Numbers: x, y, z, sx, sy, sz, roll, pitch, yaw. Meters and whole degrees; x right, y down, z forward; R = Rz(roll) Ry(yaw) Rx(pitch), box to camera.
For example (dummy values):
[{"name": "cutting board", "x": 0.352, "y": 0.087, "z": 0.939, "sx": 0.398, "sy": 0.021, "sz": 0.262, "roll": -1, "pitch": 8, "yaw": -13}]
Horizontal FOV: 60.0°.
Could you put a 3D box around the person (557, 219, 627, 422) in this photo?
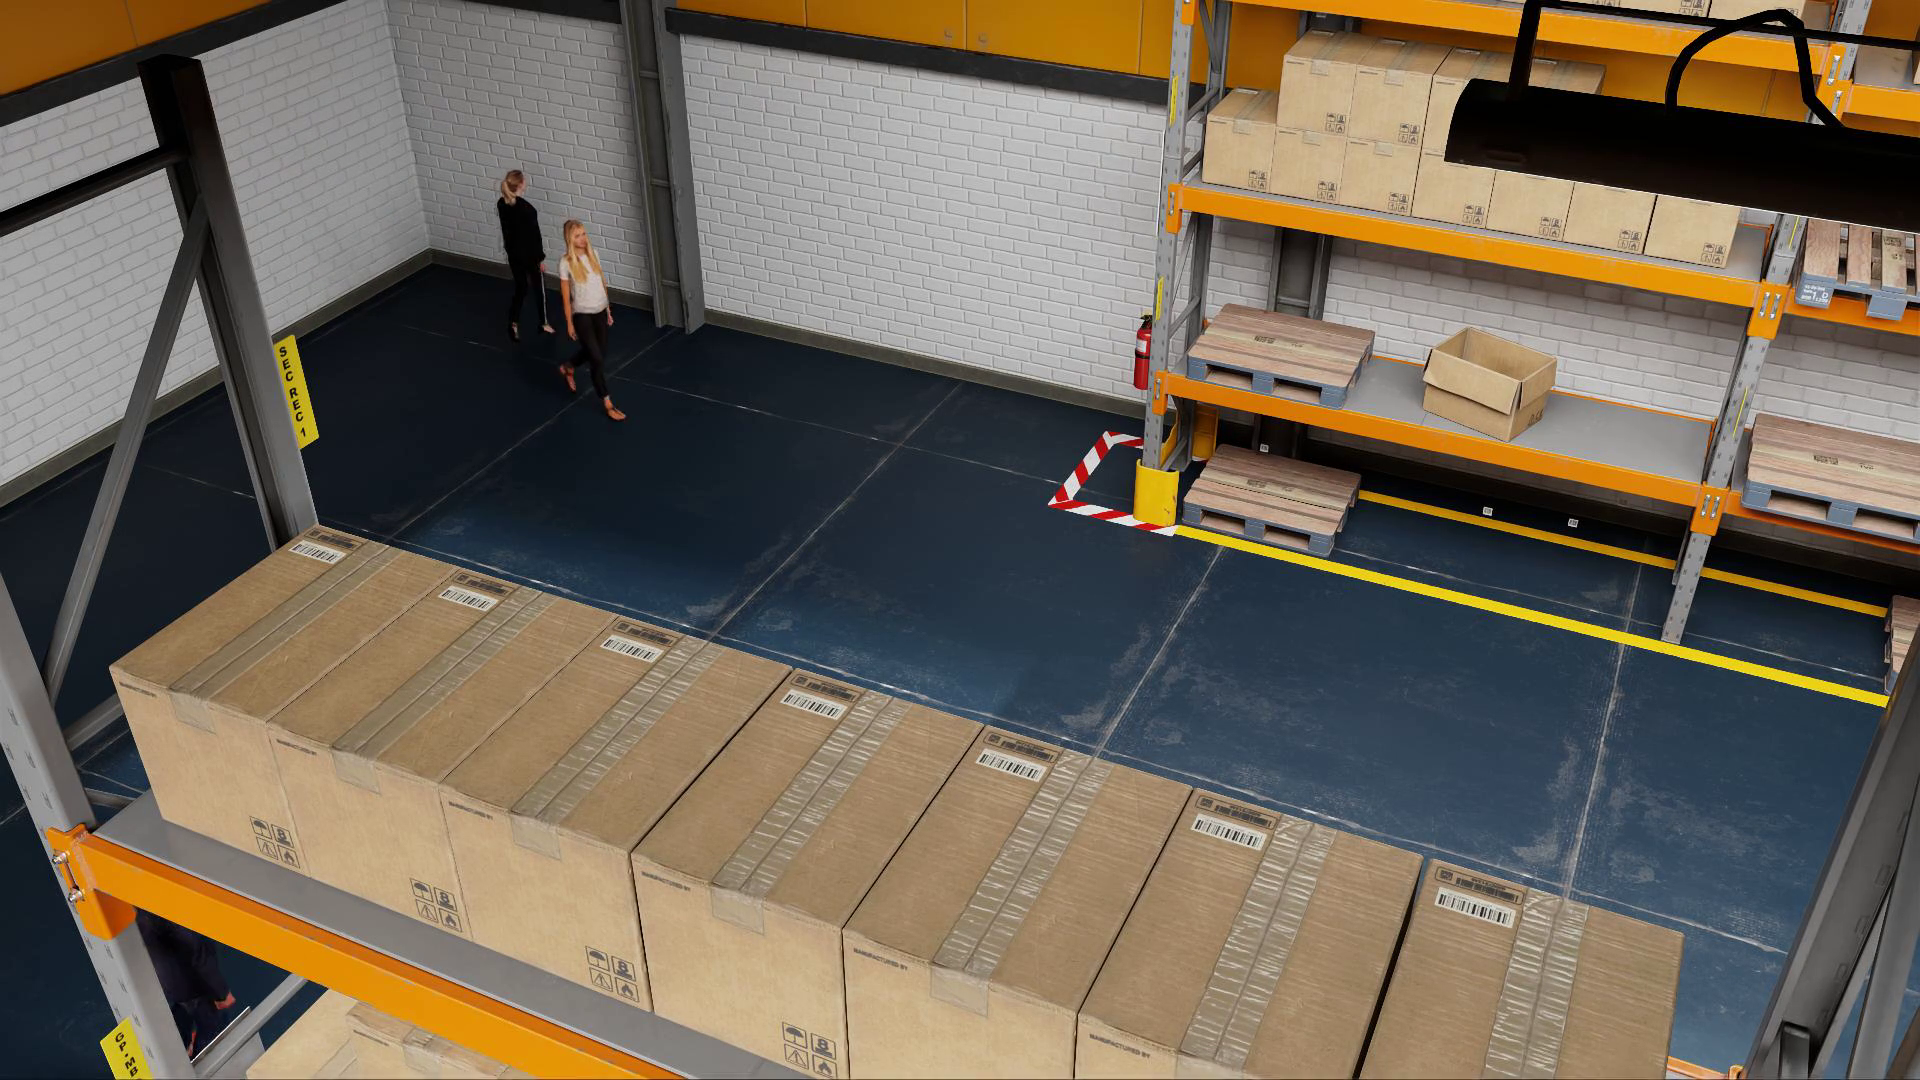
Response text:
[{"name": "person", "x": -3.277, "y": -1.933, "z": 14.373, "sx": 1.087, "sy": 1.809, "sz": 0.717, "roll": 21, "pitch": 39, "yaw": 28}]

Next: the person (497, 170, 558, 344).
[{"name": "person", "x": -4.088, "y": -2.620, "z": 15.511, "sx": 0.735, "sy": 1.694, "sz": 0.673, "roll": 14, "pitch": 36, "yaw": 20}]

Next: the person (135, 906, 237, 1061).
[{"name": "person", "x": -3.907, "y": 2.142, "z": 8.264, "sx": 0.800, "sy": 1.786, "sz": 1.000, "roll": 21, "pitch": 39, "yaw": 29}]
